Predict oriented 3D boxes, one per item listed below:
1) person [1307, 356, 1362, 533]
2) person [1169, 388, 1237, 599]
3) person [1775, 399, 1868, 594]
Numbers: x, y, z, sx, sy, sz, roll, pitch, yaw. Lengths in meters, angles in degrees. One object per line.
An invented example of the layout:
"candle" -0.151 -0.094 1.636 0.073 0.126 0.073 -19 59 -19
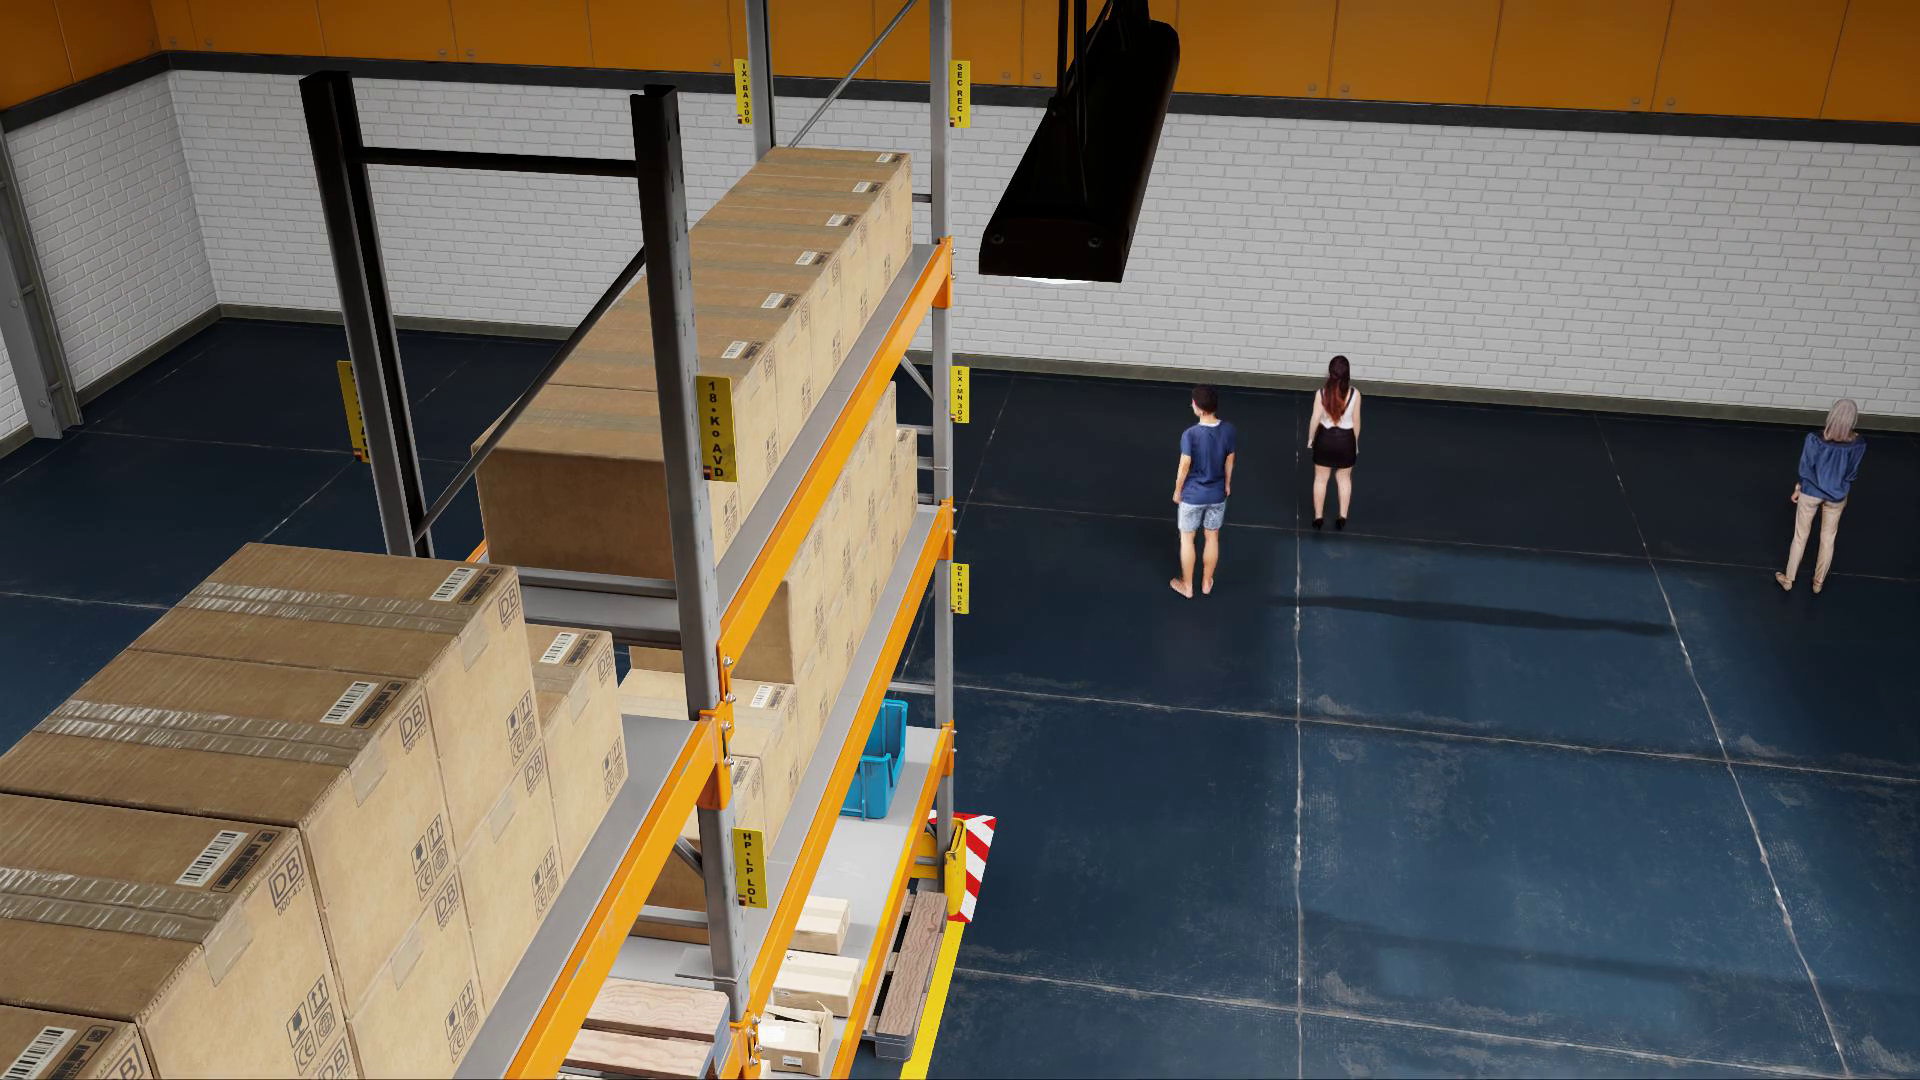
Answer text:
"person" 3.239 -0.808 14.437 0.590 1.644 0.508 4 29 7
"person" 1.971 -0.387 13.467 0.724 1.835 0.719 -3 29 -5
"person" 7.036 -0.363 13.567 0.616 1.697 0.566 6 29 12
